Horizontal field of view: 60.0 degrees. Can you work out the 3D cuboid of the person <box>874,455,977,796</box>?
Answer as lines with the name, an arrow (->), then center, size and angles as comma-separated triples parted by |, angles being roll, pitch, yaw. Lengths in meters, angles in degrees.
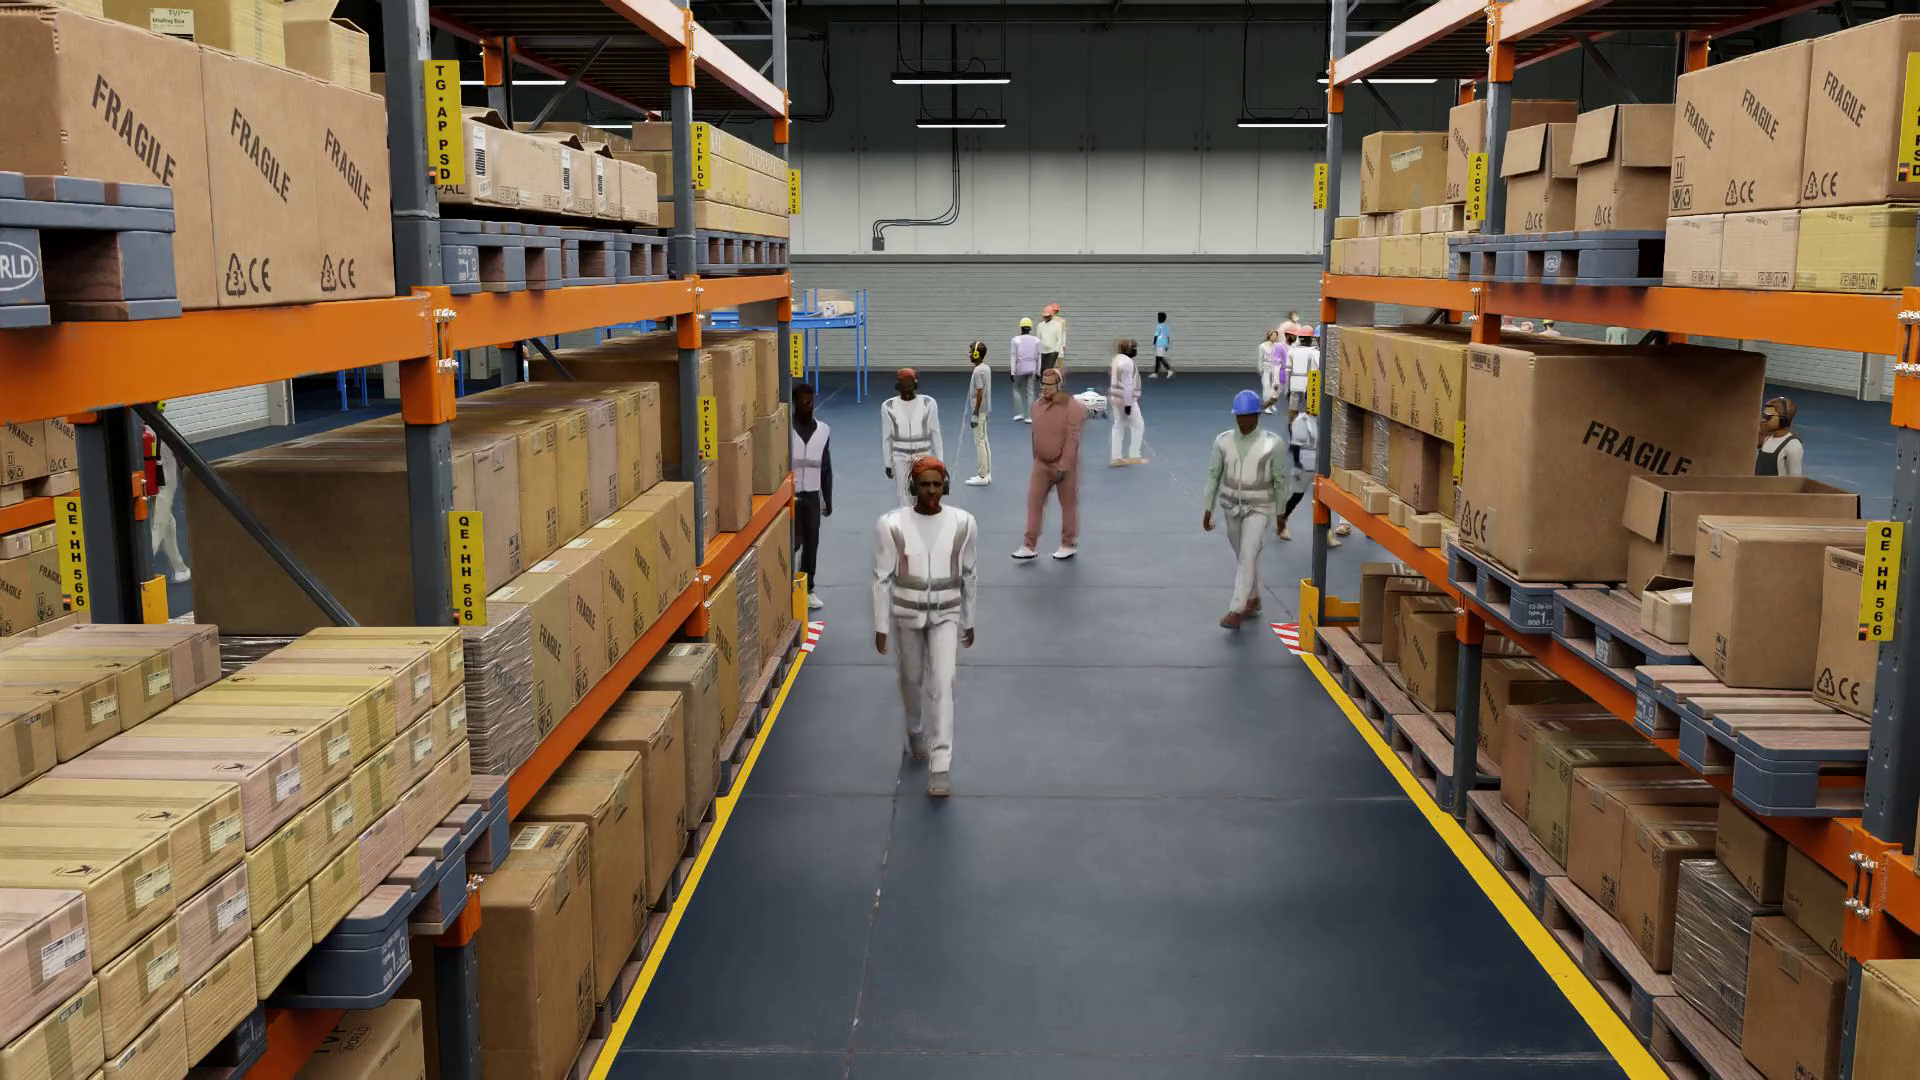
person -> -0.195, 0.431, 9.399 | 0.585, 1.836, 1.006 | -1, 10, -4

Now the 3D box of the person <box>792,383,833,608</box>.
person -> -1.352, -0.382, 14.049 | 0.613, 1.901, 0.463 | -6, 11, -34

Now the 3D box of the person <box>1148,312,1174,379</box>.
person -> 5.054, -4.859, 41.547 | 0.765, 1.671, 0.537 | 6, 11, 30

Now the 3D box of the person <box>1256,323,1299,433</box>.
person -> 5.444, -2.784, 28.533 | 0.953, 1.894, 0.559 | 9, 13, 44

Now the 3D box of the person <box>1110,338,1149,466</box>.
person -> 2.470, -1.963, 23.749 | 0.658, 1.822, 0.661 | -2, 10, -11

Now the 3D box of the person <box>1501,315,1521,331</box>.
person -> 10.932, -3.593, 33.342 | 0.673, 1.872, 0.878 | 2, 10, 11

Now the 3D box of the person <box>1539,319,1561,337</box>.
person -> 12.507, -3.877, 35.391 | 0.524, 1.768, 0.311 | -2, 10, -14

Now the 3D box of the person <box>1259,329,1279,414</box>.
person -> 5.991, -3.243, 32.032 | 0.517, 1.627, 0.363 | -2, 10, -11

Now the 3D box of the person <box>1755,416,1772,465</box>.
person -> 6.687, -0.238, 14.037 | 0.559, 1.609, 0.509 | 8, 12, 38

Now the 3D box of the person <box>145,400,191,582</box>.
person -> -7.151, -0.466, 14.804 | 0.520, 1.827, 0.979 | 3, 10, 16

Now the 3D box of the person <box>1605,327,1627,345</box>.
person -> 15.735, -4.567, 39.916 | 0.498, 1.633, 0.285 | 1, 10, 8

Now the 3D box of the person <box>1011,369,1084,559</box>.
person -> 0.850, -0.716, 16.133 | 0.643, 1.869, 0.869 | 7, 12, 38

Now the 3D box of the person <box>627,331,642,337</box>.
person -> -4.752, -2.158, 24.697 | 0.653, 1.897, 0.499 | 8, 13, 41

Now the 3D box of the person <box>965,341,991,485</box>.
person -> 0.246, -1.668, 21.846 | 0.312, 1.869, 0.536 | 2, 10, 15

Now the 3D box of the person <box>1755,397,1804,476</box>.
person -> 6.437, -0.208, 13.176 | 0.345, 1.846, 0.506 | 0, 9, -3

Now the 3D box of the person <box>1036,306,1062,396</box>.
person -> 1.944, -4.094, 36.170 | 0.664, 1.951, 0.578 | 7, 12, 36

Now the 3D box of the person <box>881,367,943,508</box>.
person -> -0.480, -0.827, 16.832 | 0.630, 1.865, 0.675 | 0, 9, 1

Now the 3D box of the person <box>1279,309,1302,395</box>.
person -> 7.201, -4.102, 36.392 | 0.630, 1.898, 1.019 | -5, 11, -26

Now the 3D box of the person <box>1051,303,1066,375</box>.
person -> 2.260, -4.692, 39.753 | 0.547, 1.938, 0.377 | -2, 10, -10

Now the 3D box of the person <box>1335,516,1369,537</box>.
person -> 4.283, -0.957, 17.681 | 0.634, 1.839, 0.429 | 5, 10, 25

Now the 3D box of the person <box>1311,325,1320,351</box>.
person -> 5.537, -2.325, 25.549 | 0.605, 1.948, 0.383 | 7, 12, 35

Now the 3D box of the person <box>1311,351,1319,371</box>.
person -> 5.098, -1.931, 22.937 | 0.604, 2.034, 0.386 | 5, 11, 28

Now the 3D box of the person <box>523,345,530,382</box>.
person -> -6.720, -2.190, 25.666 | 0.309, 1.640, 0.513 | -4, 10, -21

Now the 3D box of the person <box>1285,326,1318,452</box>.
person -> 5.285, -2.327, 25.599 | 0.550, 1.932, 0.370 | 6, 11, 33

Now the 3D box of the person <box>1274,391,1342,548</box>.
person -> 3.595, -0.783, 17.159 | 0.540, 1.658, 0.838 | -6, 11, -31

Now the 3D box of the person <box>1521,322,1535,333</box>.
person -> 9.699, -2.779, 28.454 | 0.395, 1.893, 0.633 | -4, 10, -22

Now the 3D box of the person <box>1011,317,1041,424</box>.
person -> 1.165, -3.082, 30.205 | 0.608, 1.902, 0.661 | -3, 10, -18

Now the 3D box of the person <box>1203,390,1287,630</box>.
person -> 2.286, -0.259, 13.360 | 0.626, 1.889, 1.017 | 6, 11, 32

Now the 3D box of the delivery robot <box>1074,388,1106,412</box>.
delivery robot -> 2.451, -2.619, 31.323 | 0.477, 0.478, 0.707 | -5, 11, -28
